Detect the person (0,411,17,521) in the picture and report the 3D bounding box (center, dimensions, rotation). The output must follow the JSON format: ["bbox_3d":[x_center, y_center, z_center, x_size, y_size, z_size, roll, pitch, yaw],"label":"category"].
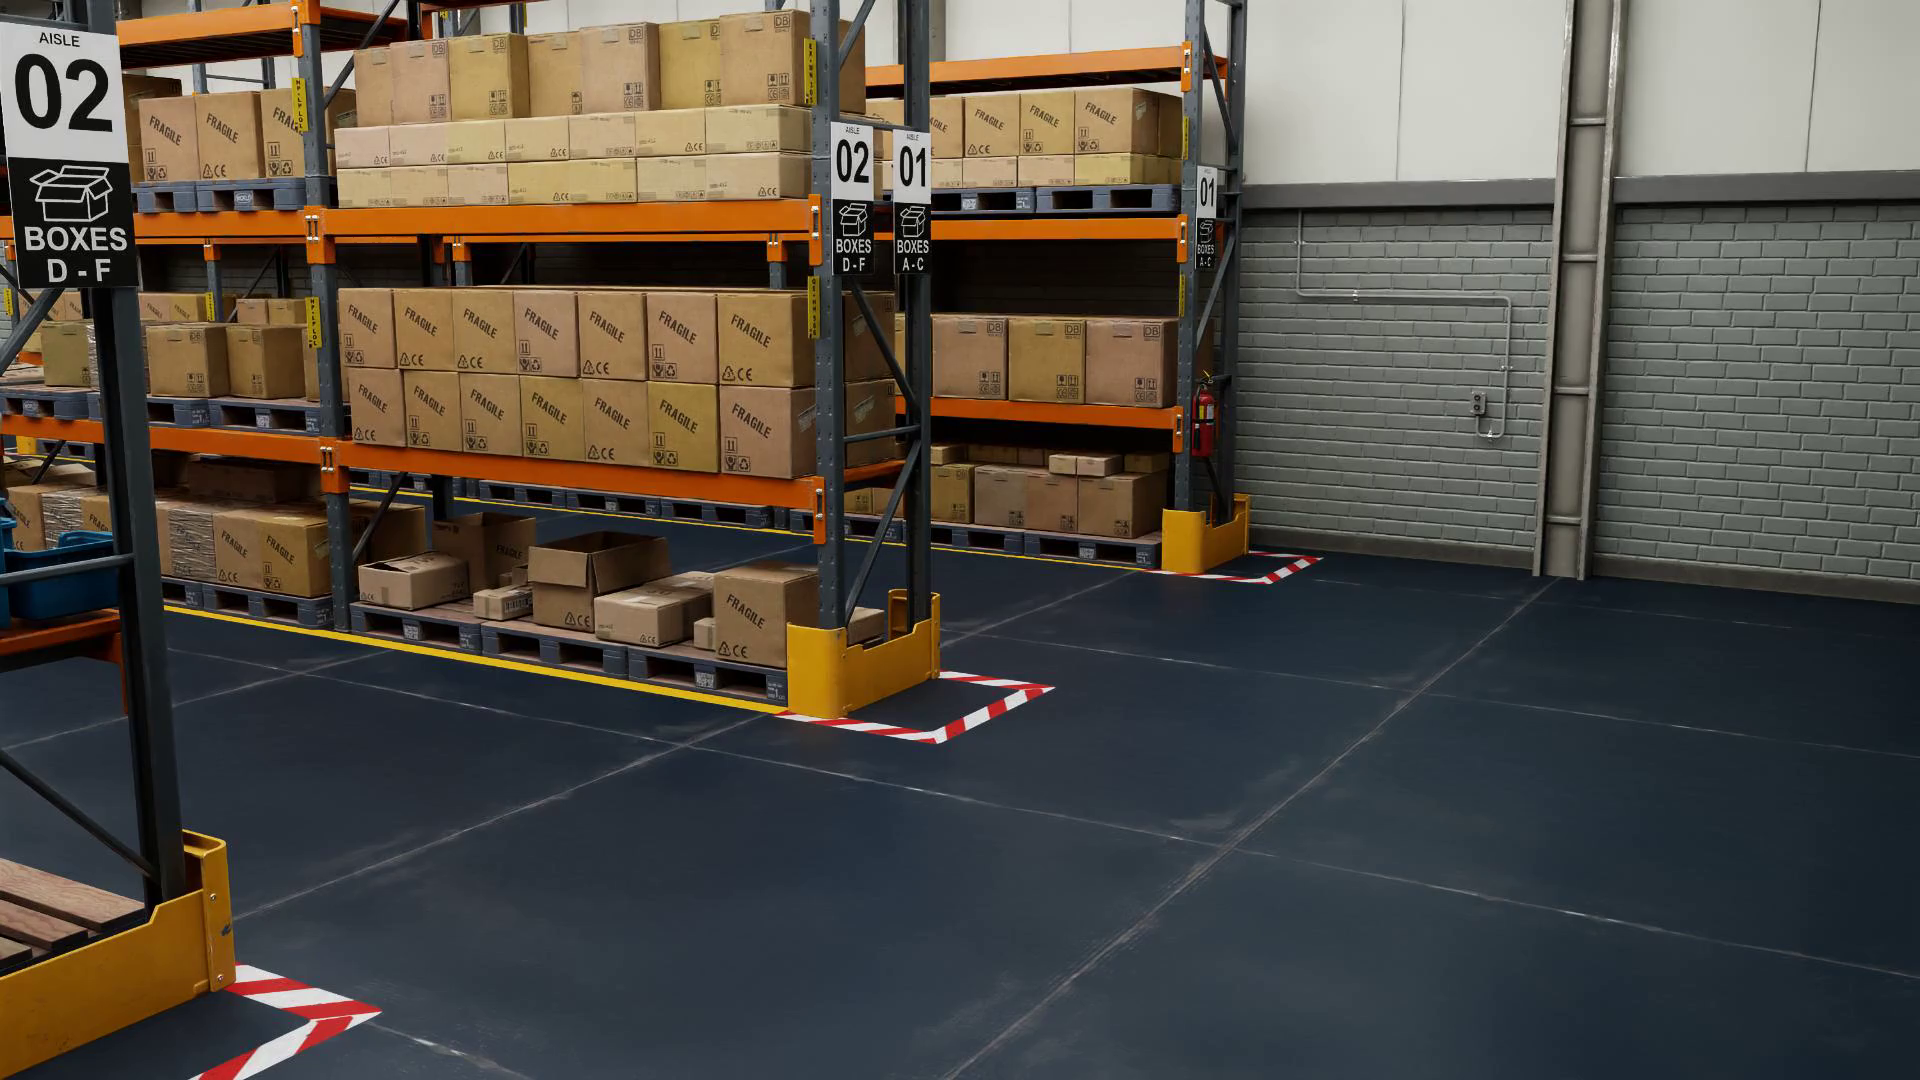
[{"bbox_3d":[-6.475,-0.253,10.917,0.333,1.872,0.515,6,11,31],"label":"person"}]
